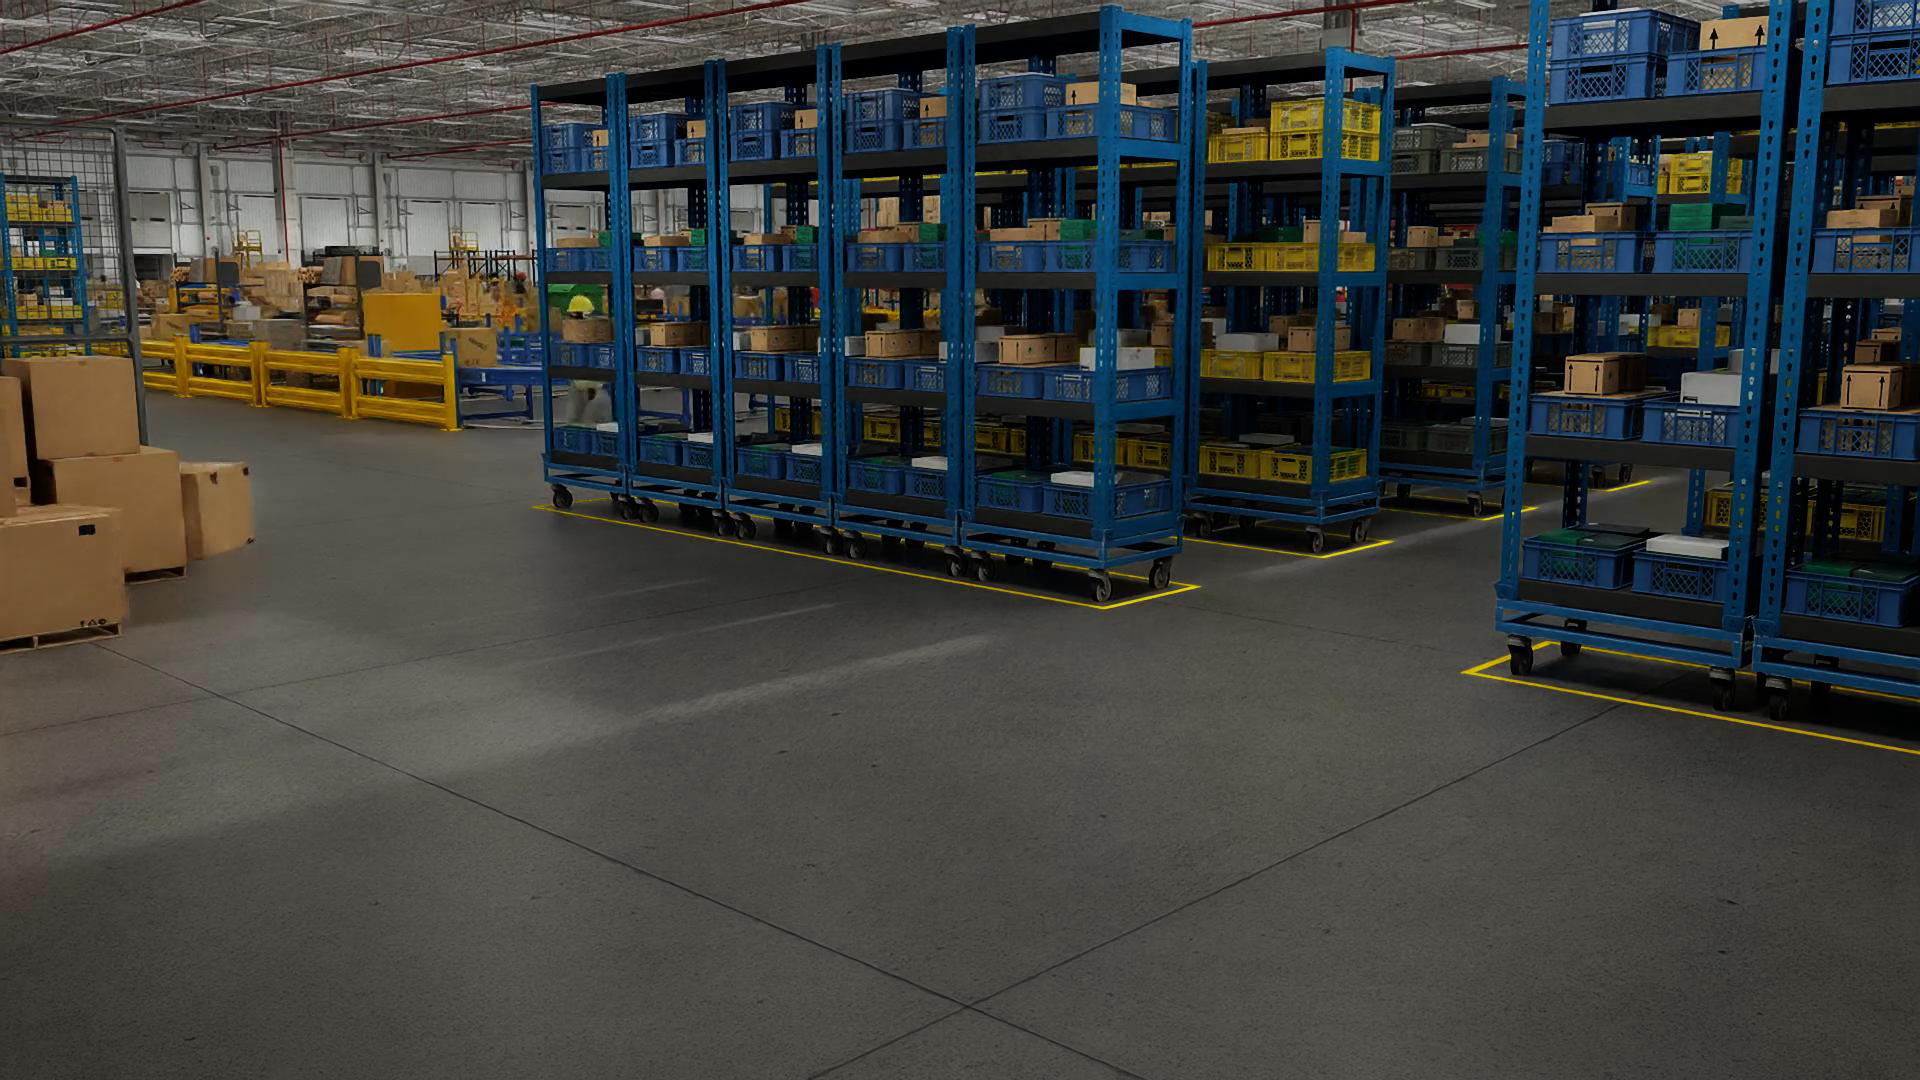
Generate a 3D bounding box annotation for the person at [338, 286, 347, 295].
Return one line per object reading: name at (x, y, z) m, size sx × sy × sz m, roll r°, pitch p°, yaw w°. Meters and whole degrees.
person at (-23.563, -9.202, 63.289) m, size 0.578 × 1.920 × 0.530 m, roll 9°, pitch 13°, yaw 42°

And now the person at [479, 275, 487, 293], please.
person at (-21.376, -11.034, 74.870) m, size 0.825 × 1.819 × 0.519 m, roll -3°, pitch 10°, yaw -19°

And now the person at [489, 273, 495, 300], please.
person at (-19.823, -10.430, 70.877) m, size 0.546 × 1.905 × 0.619 m, roll -4°, pitch 10°, yaw -24°

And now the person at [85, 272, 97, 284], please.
person at (-41.274, -11.745, 78.917) m, size 0.641 × 1.909 × 0.677 m, roll 0°, pitch 9°, yaw -1°

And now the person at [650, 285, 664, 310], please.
person at (-9.325, -7.118, 51.124) m, size 0.526 × 1.719 × 0.913 m, roll -9°, pitch 13°, yaw -43°

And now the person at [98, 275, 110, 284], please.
person at (-39.314, -11.289, 76.462) m, size 0.626 × 1.814 × 0.911 m, roll 3°, pitch 10°, yaw 19°

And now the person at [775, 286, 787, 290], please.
person at (-7.294, -10.019, 68.172) m, size 0.607 × 1.966 × 0.367 m, roll -6°, pitch 11°, yaw -34°

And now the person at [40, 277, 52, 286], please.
person at (-38.211, -10.204, 69.506) m, size 0.635 × 1.909 × 0.900 m, roll -1°, pitch 9°, yaw -8°

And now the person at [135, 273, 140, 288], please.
person at (-32.686, -9.628, 65.860) m, size 0.545 × 1.939 × 0.354 m, roll 6°, pitch 11°, yaw 33°

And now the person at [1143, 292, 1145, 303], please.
person at (5.730, -7.155, 51.730) m, size 0.812 × 1.602 × 0.504 m, roll -8°, pitch 12°, yaw -39°

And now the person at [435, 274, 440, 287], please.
person at (-22.804, -10.730, 72.946) m, size 0.522 × 1.836 × 0.519 m, roll 5°, pitch 11°, yaw 30°

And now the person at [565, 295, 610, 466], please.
person at (-3.859, -1.655, 17.385) m, size 0.787 × 1.808 × 0.592 m, roll -9°, pitch 13°, yaw -42°

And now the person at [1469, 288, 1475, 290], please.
person at (18.651, -8.614, 60.498) m, size 0.858 × 1.642 × 0.549 m, roll -7°, pitch 12°, yaw -38°

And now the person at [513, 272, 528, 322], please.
person at (-15.830, -8.732, 60.357) m, size 1.037 × 1.935 × 0.622 m, roll -2°, pitch 9°, yaw -10°

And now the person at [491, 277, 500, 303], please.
person at (-16.576, -8.497, 59.452) m, size 0.311 × 1.768 × 0.533 m, roll -1°, pitch 9°, yaw -4°

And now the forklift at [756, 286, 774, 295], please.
forklift at (-9.200, -12.177, 78.607) m, size 1.873 × 2.768 × 1.129 m, roll 9°, pitch 13°, yaw 43°

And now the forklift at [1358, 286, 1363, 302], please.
forklift at (11.100, -7.017, 46.970) m, size 1.873 × 2.768 × 1.129 m, roll 9°, pitch 13°, yaw 43°
